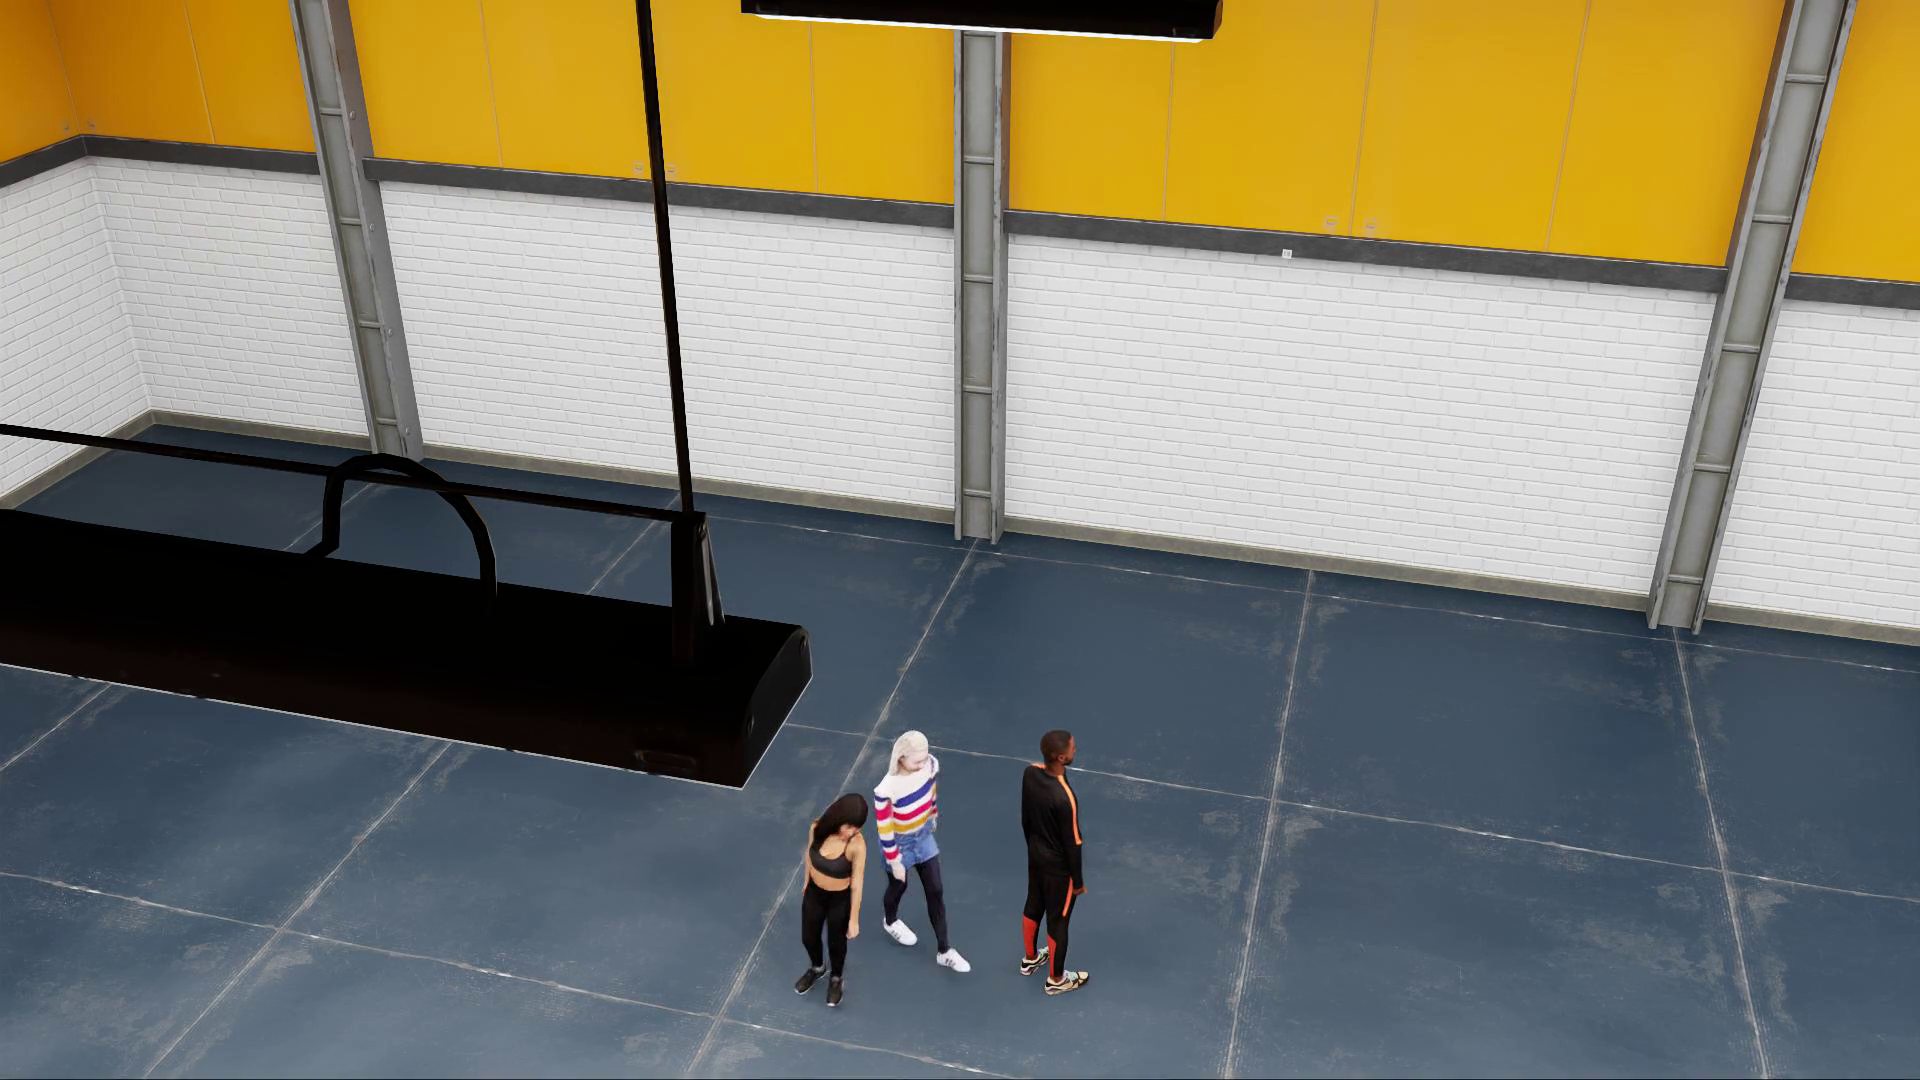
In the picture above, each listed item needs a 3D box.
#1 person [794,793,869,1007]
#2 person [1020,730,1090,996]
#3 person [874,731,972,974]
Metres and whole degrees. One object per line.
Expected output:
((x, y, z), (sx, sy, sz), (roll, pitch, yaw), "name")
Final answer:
((-0.743, 2.078, 9.737), (0.541, 1.591, 0.777), (22, 35, 34), "person")
((0.540, 1.892, 9.851), (0.764, 1.809, 0.678), (-20, 34, -31), "person")
((-0.375, 1.793, 10.082), (1.004, 1.761, 1.108), (-24, 37, -37), "person")
